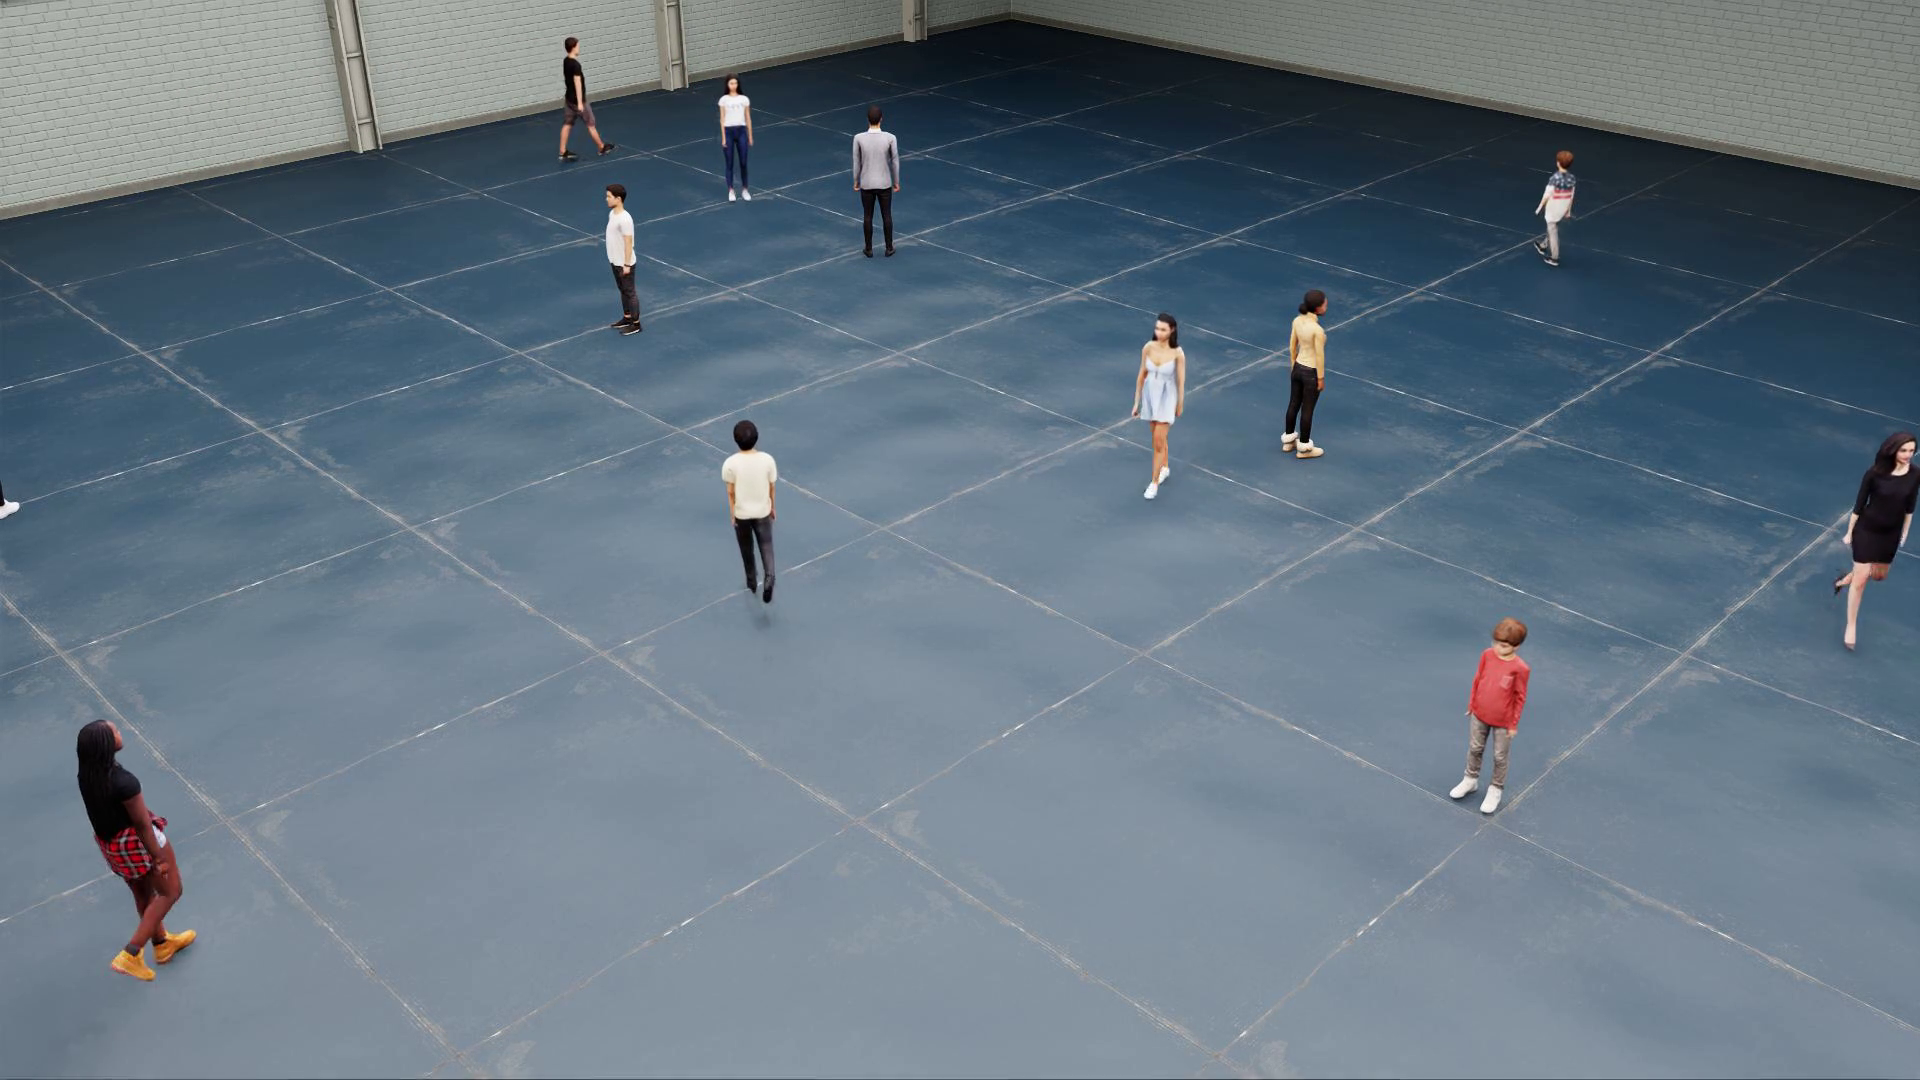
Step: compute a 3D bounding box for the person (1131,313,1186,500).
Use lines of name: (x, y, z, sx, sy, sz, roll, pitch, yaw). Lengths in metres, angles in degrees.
person: (1.883, -1.295, 15.322, 0.711, 1.703, 0.963, 17, 32, 28)

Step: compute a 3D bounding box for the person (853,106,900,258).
person: (-1.075, -4.574, 21.245, 0.820, 1.922, 0.891, -1, 28, -2)

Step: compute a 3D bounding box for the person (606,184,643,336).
person: (-3.828, -3.208, 18.893, 0.617, 1.722, 0.673, -16, 32, -27)

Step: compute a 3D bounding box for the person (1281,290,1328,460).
person: (3.318, -1.599, 15.941, 0.618, 1.657, 0.648, -16, 32, -27)

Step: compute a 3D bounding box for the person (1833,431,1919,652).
person: (7.072, -0.051, 12.901, 0.979, 1.782, 1.080, 3, 28, 5)

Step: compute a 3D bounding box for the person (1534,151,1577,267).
person: (7.588, -4.177, 21.042, 0.892, 1.412, 0.825, -10, 30, -19)

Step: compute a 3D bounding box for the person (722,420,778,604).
person: (-1.664, -0.188, 13.386, 0.923, 1.569, 0.909, -7, 29, -13)

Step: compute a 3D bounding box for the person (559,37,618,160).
person: (-5.929, -6.679, 25.314, 1.219, 1.813, 0.811, -19, 34, -32)

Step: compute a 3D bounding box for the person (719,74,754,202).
person: (-3.195, -5.688, 23.495, 0.622, 1.774, 0.735, -7, 29, -13)

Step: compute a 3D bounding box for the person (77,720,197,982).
person: (-4.773, 1.812, 9.471, 0.751, 1.719, 0.906, 13, 31, 24)

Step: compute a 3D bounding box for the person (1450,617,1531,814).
person: (3.560, 1.139, 11.054, 0.459, 1.418, 0.515, -24, 36, -38)
